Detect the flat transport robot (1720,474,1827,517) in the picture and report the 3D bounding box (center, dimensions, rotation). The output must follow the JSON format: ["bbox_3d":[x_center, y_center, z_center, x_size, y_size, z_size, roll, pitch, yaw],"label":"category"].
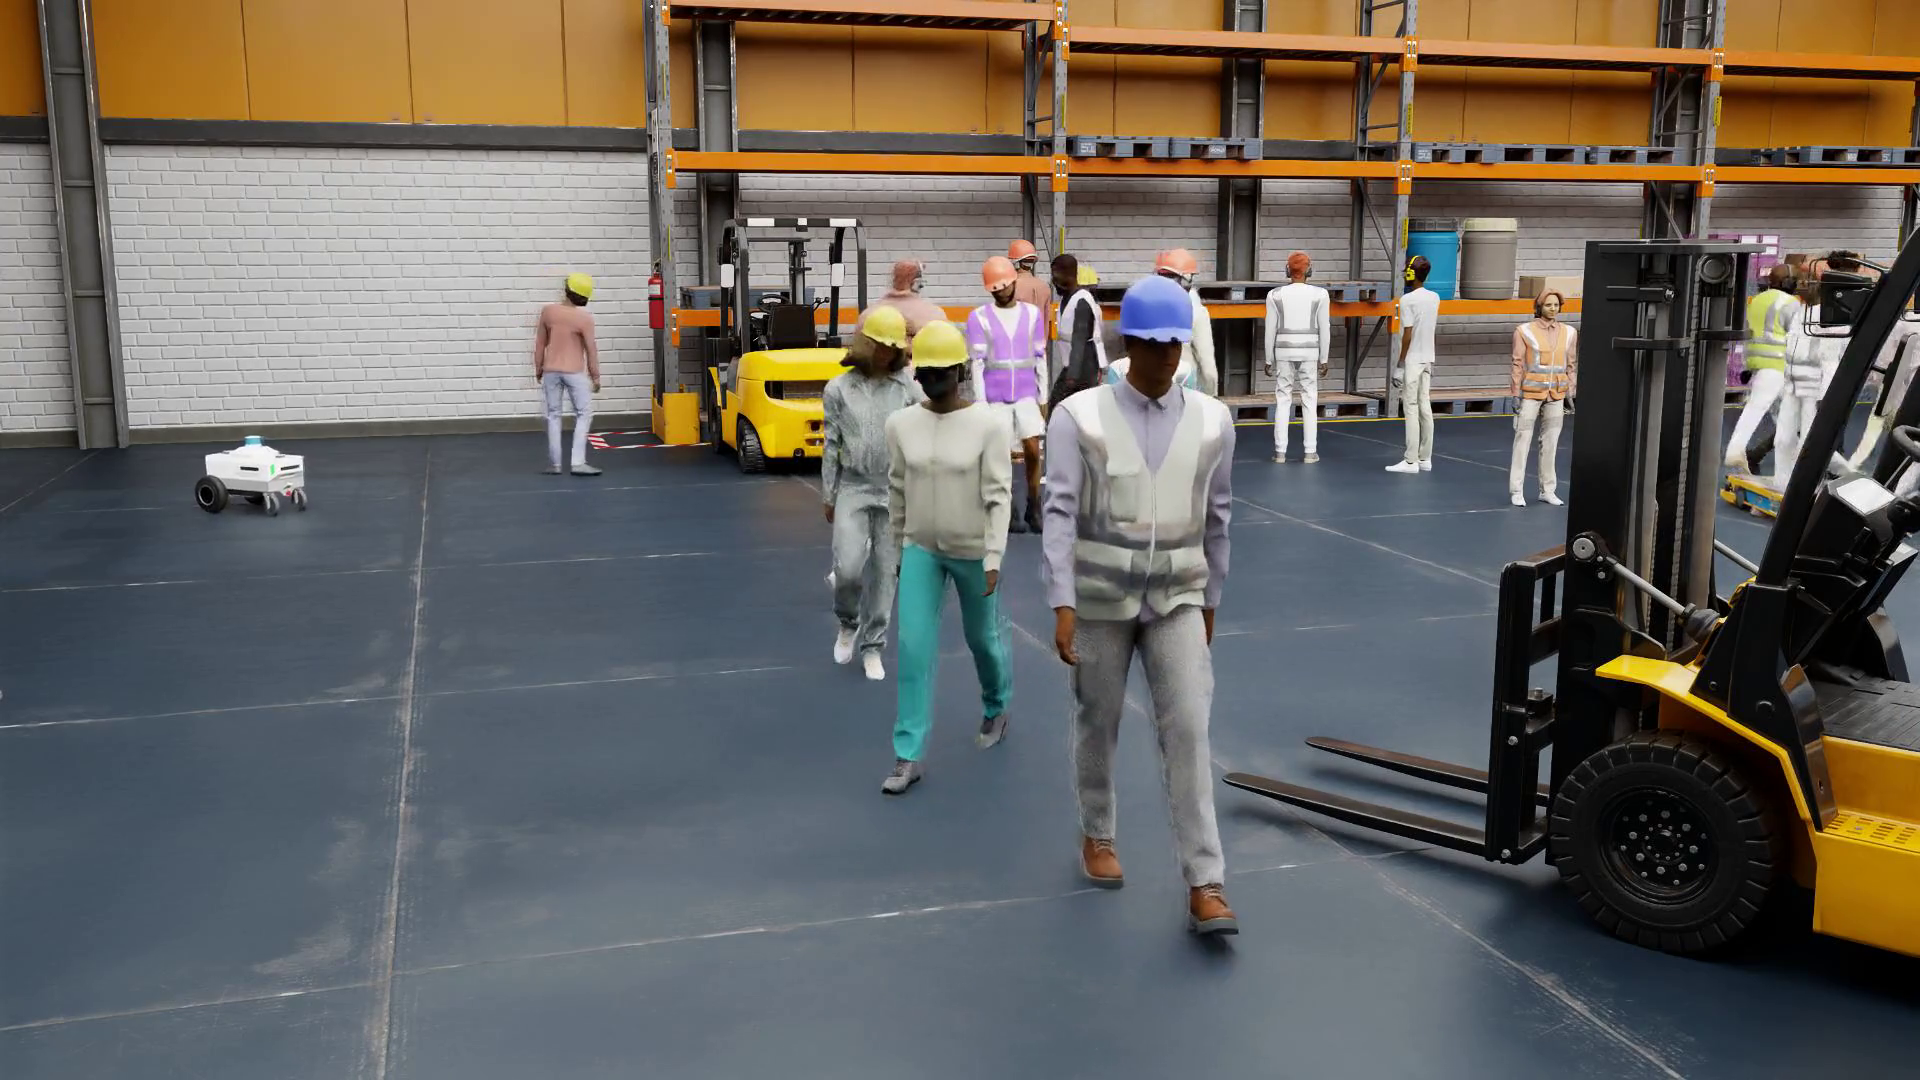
[{"bbox_3d":[6.093,-0.292,12.028,0.652,0.197,1.431,1,10,5],"label":"flat transport robot"}]

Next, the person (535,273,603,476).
[{"bbox_3d":[-3.321,-1.388,14.085,0.646,1.719,0.345,3,11,15],"label":"person"}]

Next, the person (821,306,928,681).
[{"bbox_3d":[-0.387,-0.202,7.579,0.490,1.716,0.379,-1,10,-4],"label":"person"}]

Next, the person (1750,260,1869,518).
[{"bbox_3d":[6.127,-1.059,11.873,0.718,1.864,0.579,-1,10,-7],"label":"person"}]

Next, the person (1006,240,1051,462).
[{"bbox_3d":[0.562,-1.699,15.013,0.382,1.995,0.612,10,14,43],"label":"person"}]

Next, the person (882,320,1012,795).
[{"bbox_3d":[-0.027,0.024,6.305,0.519,1.724,0.881,3,11,17],"label":"person"}]

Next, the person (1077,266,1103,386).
[{"bbox_3d":[1.081,-1.485,14.469,0.309,1.769,0.524,-3,11,-14],"label":"person"}]

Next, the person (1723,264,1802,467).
[{"bbox_3d":[7.213,-1.526,14.650,0.983,1.784,0.635,0,10,-2],"label":"person"}]

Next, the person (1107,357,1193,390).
[{"bbox_3d":[1.045,-0.461,9.231,0.521,1.638,0.320,-3,11,-14],"label":"person"}]

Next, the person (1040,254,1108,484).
[{"bbox_3d":[0.895,-1.357,13.461,0.719,1.879,0.681,-3,11,-16],"label":"person"}]

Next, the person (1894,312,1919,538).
[{"bbox_3d":[6.641,-0.931,11.230,0.982,1.842,0.690,-8,13,-36],"label":"person"}]

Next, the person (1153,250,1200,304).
[{"bbox_3d":[2.094,-1.792,15.807,0.807,1.901,0.559,-9,14,-40],"label":"person"}]

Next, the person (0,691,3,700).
[{"bbox_3d":[-4.420,-0.174,7.134,0.594,1.824,0.403,8,13,39],"label":"person"}]

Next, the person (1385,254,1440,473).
[{"bbox_3d":[3.900,-1.508,14.308,0.521,1.873,0.334,-9,13,-40],"label":"person"}]

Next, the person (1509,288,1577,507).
[{"bbox_3d":[4.385,-1.071,12.544,0.514,1.641,0.307,-2,10,-8],"label":"person"}]

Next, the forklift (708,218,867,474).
[{"bbox_3d":[-1.522,-1.778,14.899,1.214,2.155,2.313,-3,11,-17],"label":"forklift"}]

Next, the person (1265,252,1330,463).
[{"bbox_3d":[3.022,-1.629,14.924,0.573,1.887,0.355,2,11,13],"label":"person"}]

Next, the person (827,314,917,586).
[{"bbox_3d":[-0.410,-0.448,9.206,0.769,1.604,0.499,-6,12,-29],"label":"person"}]

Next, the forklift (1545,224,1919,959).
[{"bbox_3d":[2.909,0.117,4.508,2.313,2.155,1.214,9,14,40],"label":"forklift"}]

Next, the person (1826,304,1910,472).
[{"bbox_3d":[7.559,-1.268,13.723,0.809,1.590,0.532,1,10,7],"label":"person"}]

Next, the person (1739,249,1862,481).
[{"bbox_3d":[6.796,-1.343,13.249,0.867,1.931,0.599,7,12,34],"label":"person"}]

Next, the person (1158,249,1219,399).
[{"bbox_3d":[1.503,-1.063,11.692,0.652,1.940,1.037,10,14,44],"label":"person"}]

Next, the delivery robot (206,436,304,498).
[{"bbox_3d":[-5.200,-0.525,12.267,0.707,0.478,0.477,5,11,23],"label":"delivery robot"}]

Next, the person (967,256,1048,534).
[{"bbox_3d":[0.336,-0.966,11.280,0.575,1.892,0.503,-2,10,-10],"label":"person"}]

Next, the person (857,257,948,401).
[{"bbox_3d":[-0.389,-0.914,10.991,0.699,1.884,0.533,4,11,19],"label":"person"}]

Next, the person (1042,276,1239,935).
[{"bbox_3d":[0.546,0.188,4.921,0.613,1.905,0.863,-1,10,-7],"label":"person"}]
